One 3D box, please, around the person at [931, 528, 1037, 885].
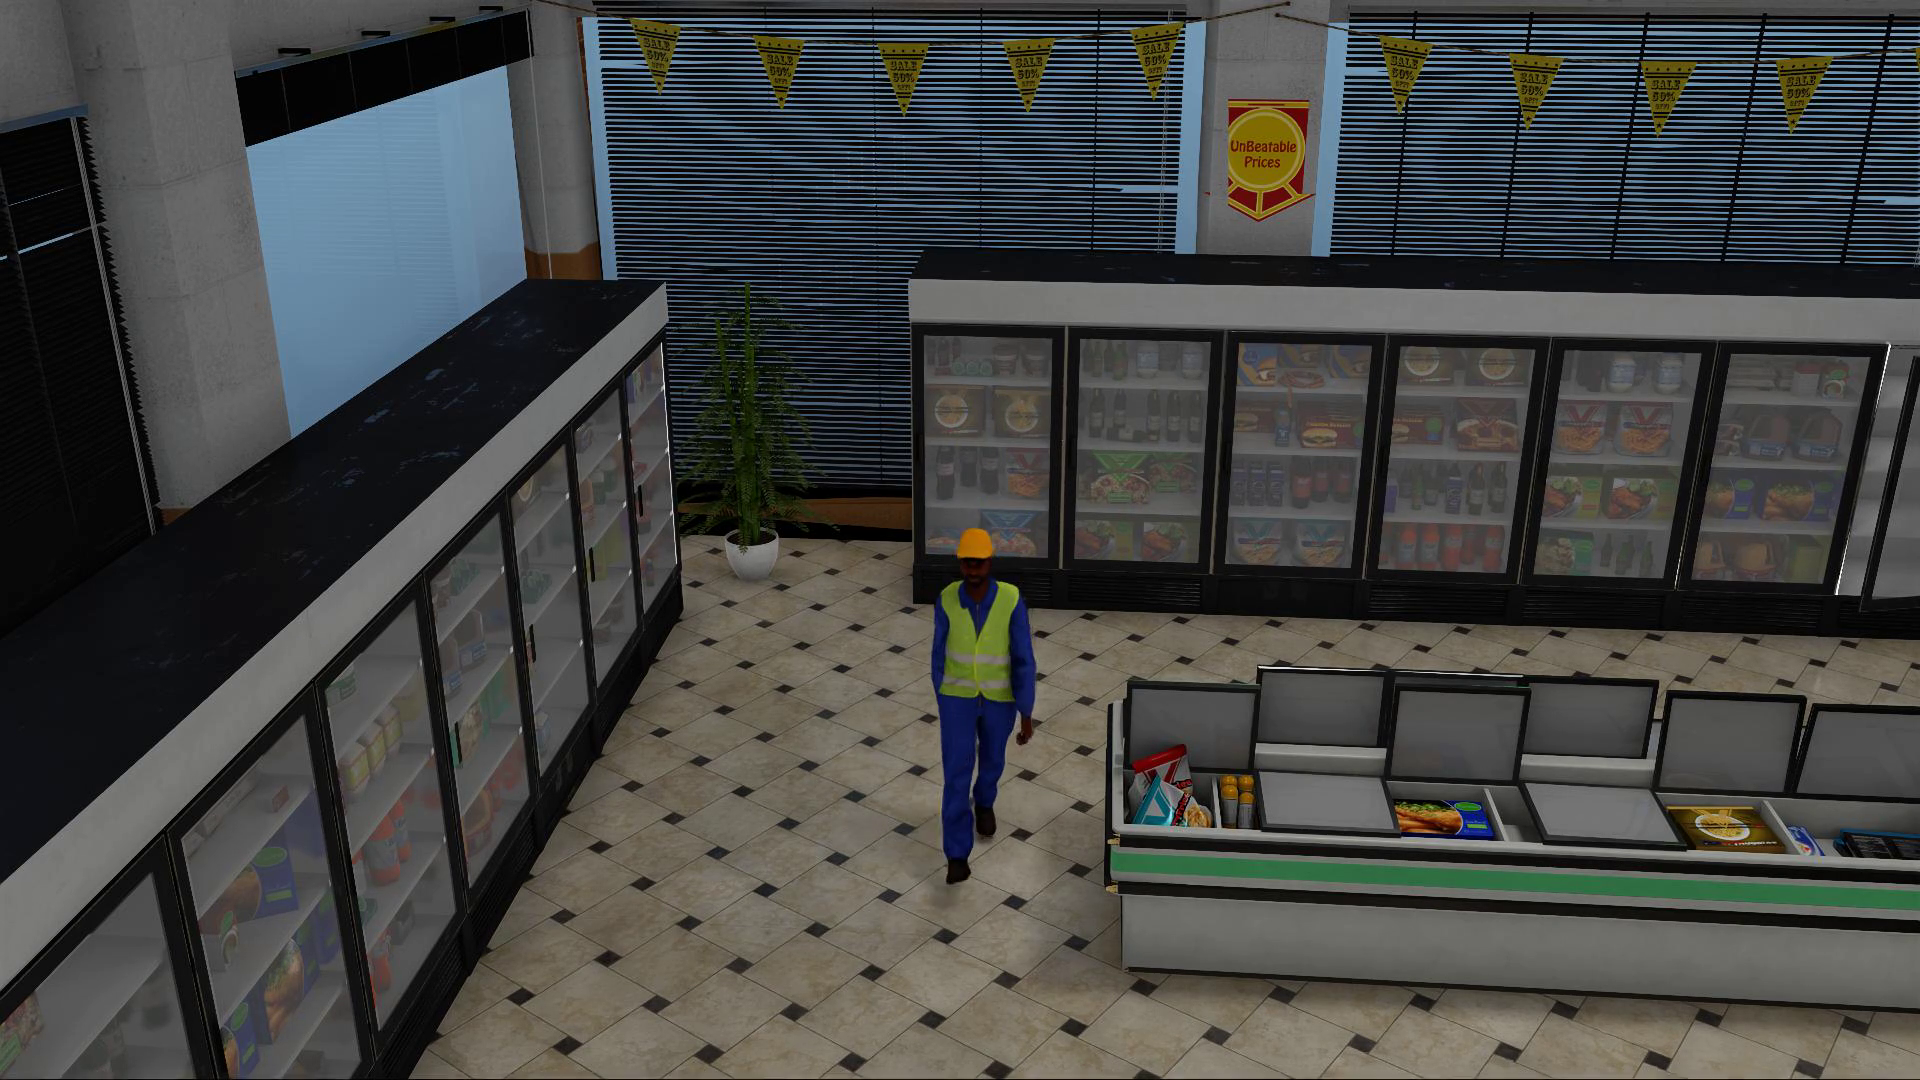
[{"bbox_3d":[0.118,0.767,8.403,1.122,1.769,0.778,0,22,1],"label":"person"}]
